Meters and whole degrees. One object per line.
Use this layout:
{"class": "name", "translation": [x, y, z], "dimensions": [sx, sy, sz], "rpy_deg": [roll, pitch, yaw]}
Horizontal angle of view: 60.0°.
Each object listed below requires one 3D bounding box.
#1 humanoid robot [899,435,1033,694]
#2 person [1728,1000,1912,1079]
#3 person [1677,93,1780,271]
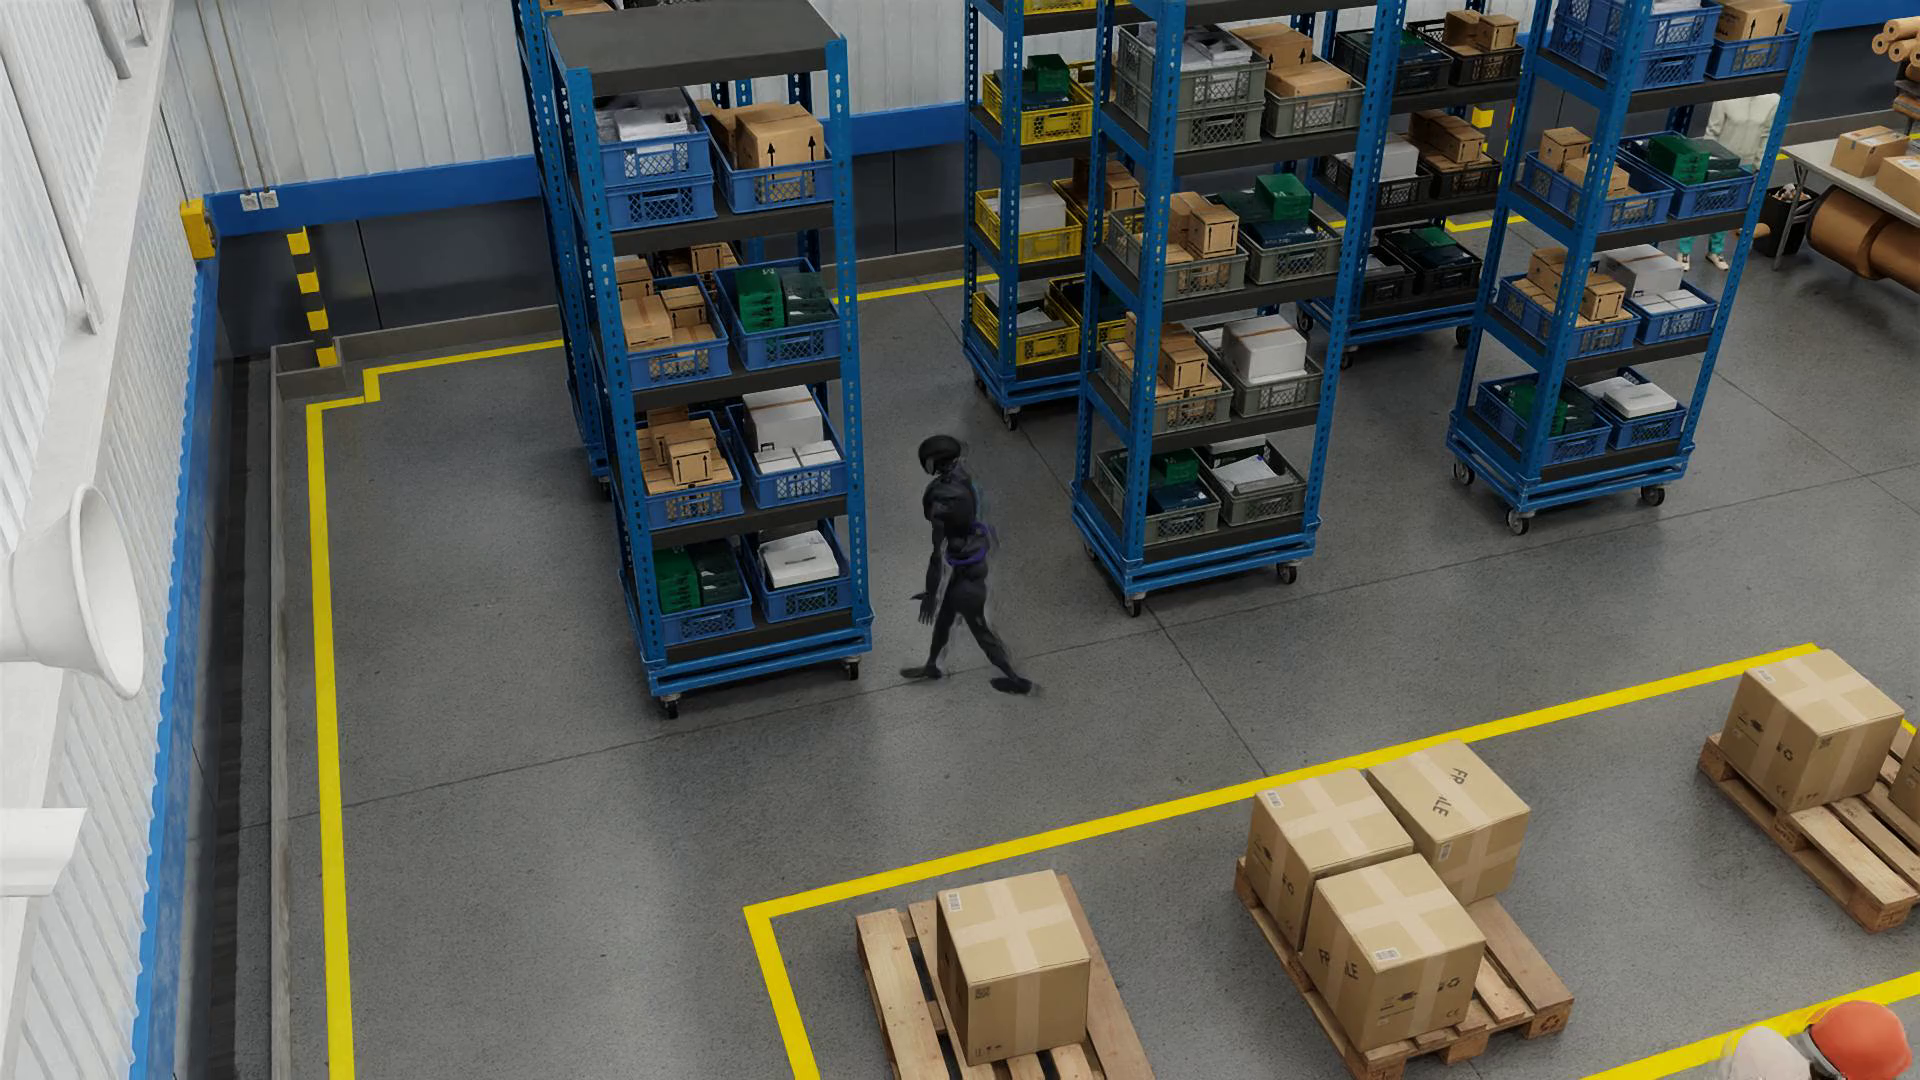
{"class": "humanoid robot", "translation": [0.049, 0.143, 8.678], "dimensions": [0.729, 1.632, 0.563], "rpy_deg": [2, 35, 2]}
{"class": "person", "translation": [2.633, 2.187, 5.493], "dimensions": [0.994, 1.954, 0.603], "rpy_deg": [-13, 37, -18]}
{"class": "person", "translation": [5.988, -2.933, 12.913], "dimensions": [0.522, 1.769, 0.316], "rpy_deg": [-1, 35, -1]}
